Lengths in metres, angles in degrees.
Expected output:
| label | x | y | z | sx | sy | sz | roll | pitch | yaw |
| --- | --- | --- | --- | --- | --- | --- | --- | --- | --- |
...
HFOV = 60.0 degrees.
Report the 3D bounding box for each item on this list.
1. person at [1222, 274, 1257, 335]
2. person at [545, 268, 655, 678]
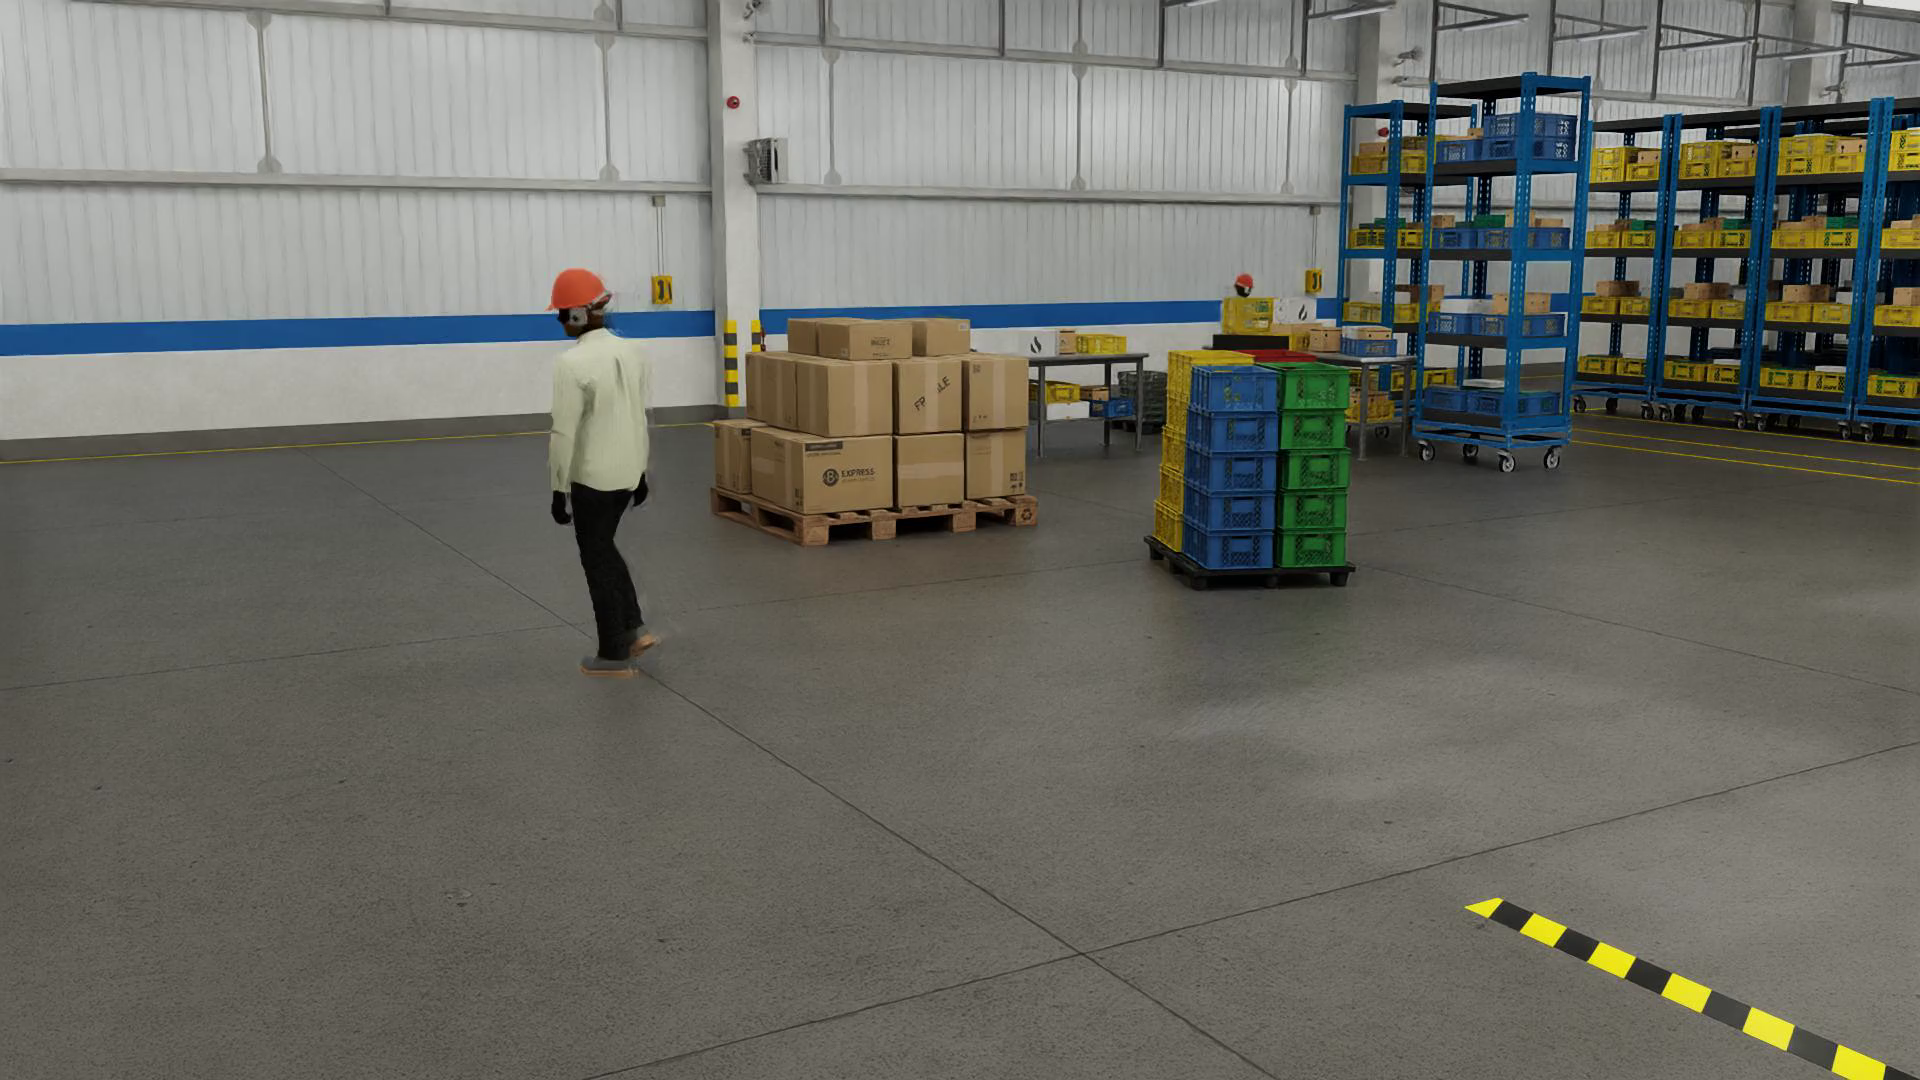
| label | x | y | z | sx | sy | sz | roll | pitch | yaw |
| --- | --- | --- | --- | --- | --- | --- | --- | --- | --- |
| person | 3.467 | -2.458 | 20.814 | 0.491 | 1.735 | 0.574 | -5 | 11 | -28 |
| person | -1.743 | -0.307 | 7.978 | 0.439 | 1.970 | 0.632 | 5 | 11 | 26 |
